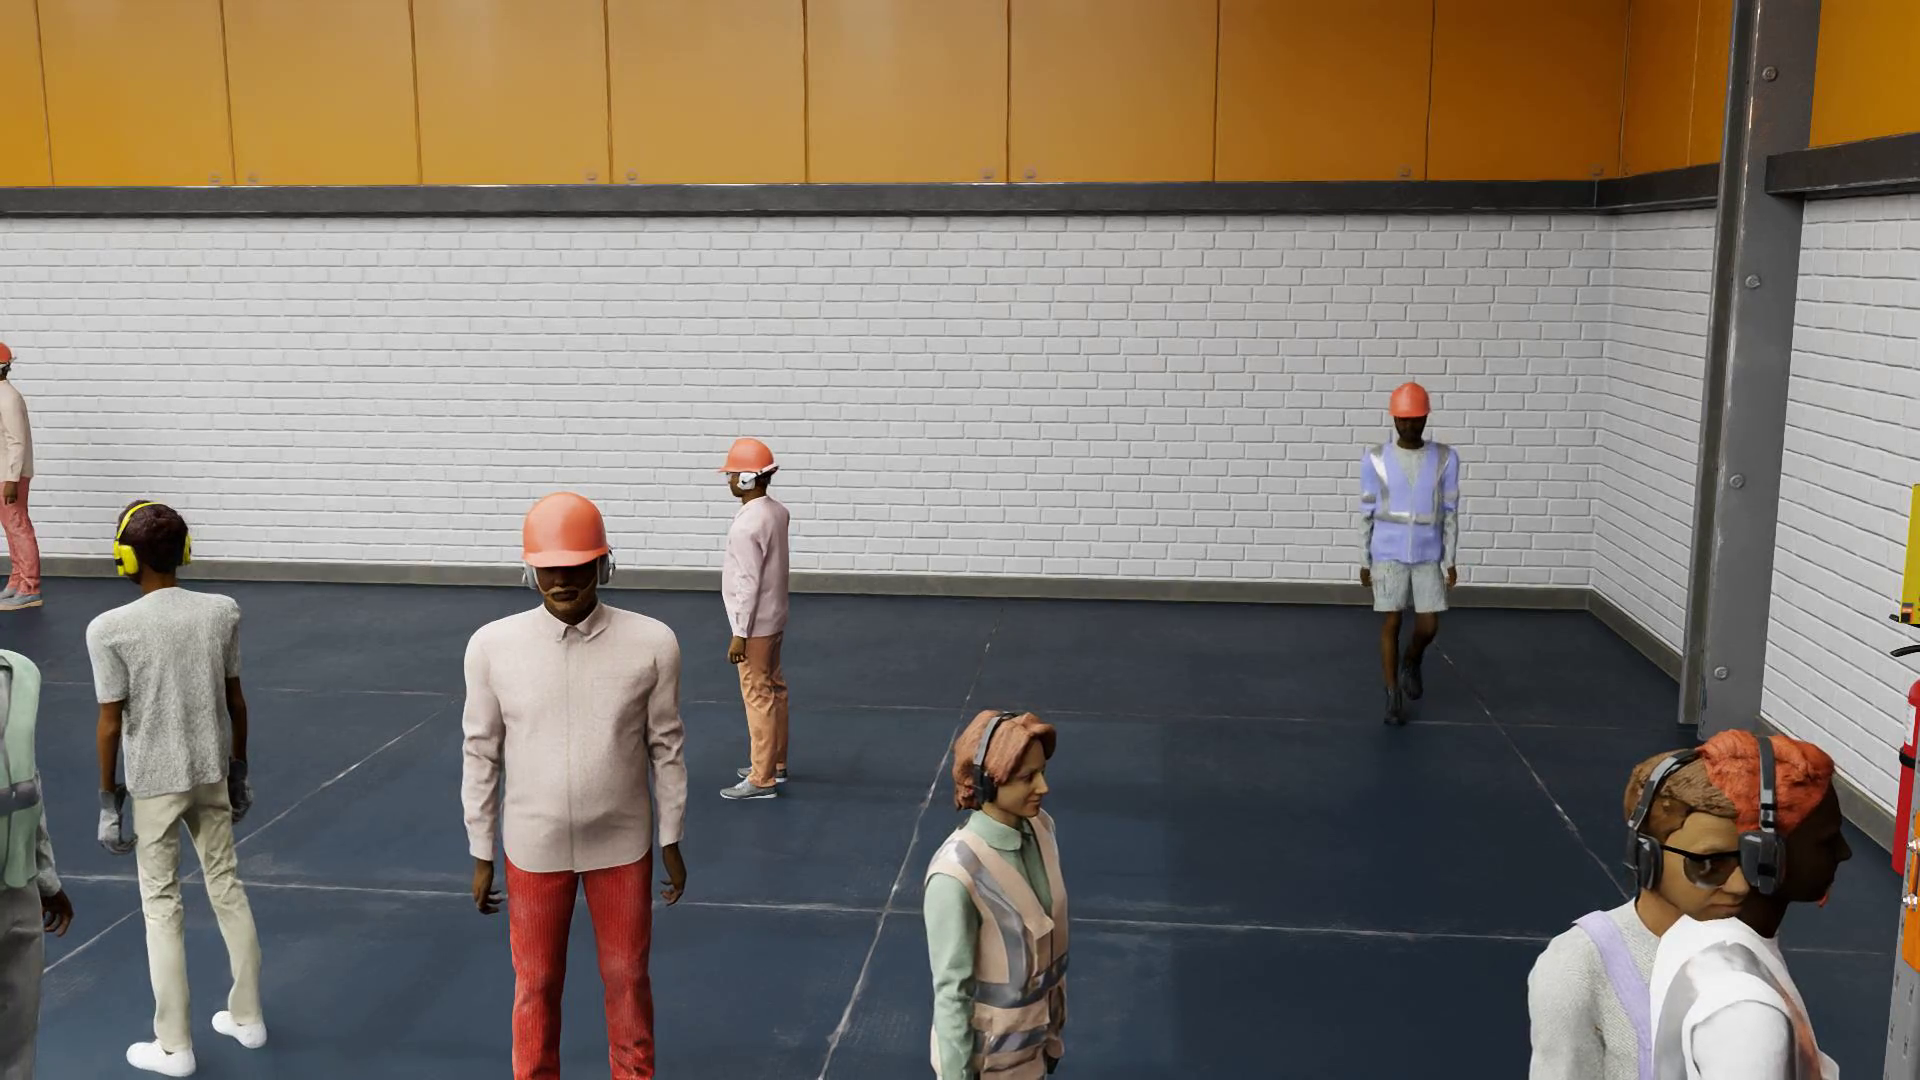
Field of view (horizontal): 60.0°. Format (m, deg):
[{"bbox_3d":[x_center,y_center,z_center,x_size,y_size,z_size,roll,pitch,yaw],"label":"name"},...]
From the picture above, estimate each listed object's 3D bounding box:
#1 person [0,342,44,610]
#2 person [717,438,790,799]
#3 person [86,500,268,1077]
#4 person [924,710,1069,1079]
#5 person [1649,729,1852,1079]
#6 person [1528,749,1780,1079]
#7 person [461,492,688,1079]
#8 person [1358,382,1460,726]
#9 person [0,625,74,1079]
[{"bbox_3d":[-7.067,-0.485,12.318,0.379,1.996,0.610,-8,13,-37],"label":"person"},{"bbox_3d":[-1.004,0.376,8.078,0.330,1.751,0.563,2,10,9],"label":"person"},{"bbox_3d":[-2.537,0.798,5.382,0.326,1.861,0.506,7,12,35],"label":"person"},{"bbox_3d":[0.087,1.183,3.790,0.306,1.639,0.524,5,11,26],"label":"person"},{"bbox_3d":[1.257,1.236,2.786,0.360,1.883,0.574,2,10,12],"label":"person"},{"bbox_3d":[1.179,1.245,2.840,0.513,1.845,0.334,-5,11,-25],"label":"person"},{"bbox_3d":[-1.074,0.850,4.678,0.621,1.994,0.381,-2,10,-13],"label":"person"},{"bbox_3d":[2.509,0.066,9.348,0.557,1.926,0.519,2,10,10],"label":"person"},{"bbox_3d":[-2.574,0.949,4.329,0.385,1.918,0.596,1,10,7],"label":"person"}]
